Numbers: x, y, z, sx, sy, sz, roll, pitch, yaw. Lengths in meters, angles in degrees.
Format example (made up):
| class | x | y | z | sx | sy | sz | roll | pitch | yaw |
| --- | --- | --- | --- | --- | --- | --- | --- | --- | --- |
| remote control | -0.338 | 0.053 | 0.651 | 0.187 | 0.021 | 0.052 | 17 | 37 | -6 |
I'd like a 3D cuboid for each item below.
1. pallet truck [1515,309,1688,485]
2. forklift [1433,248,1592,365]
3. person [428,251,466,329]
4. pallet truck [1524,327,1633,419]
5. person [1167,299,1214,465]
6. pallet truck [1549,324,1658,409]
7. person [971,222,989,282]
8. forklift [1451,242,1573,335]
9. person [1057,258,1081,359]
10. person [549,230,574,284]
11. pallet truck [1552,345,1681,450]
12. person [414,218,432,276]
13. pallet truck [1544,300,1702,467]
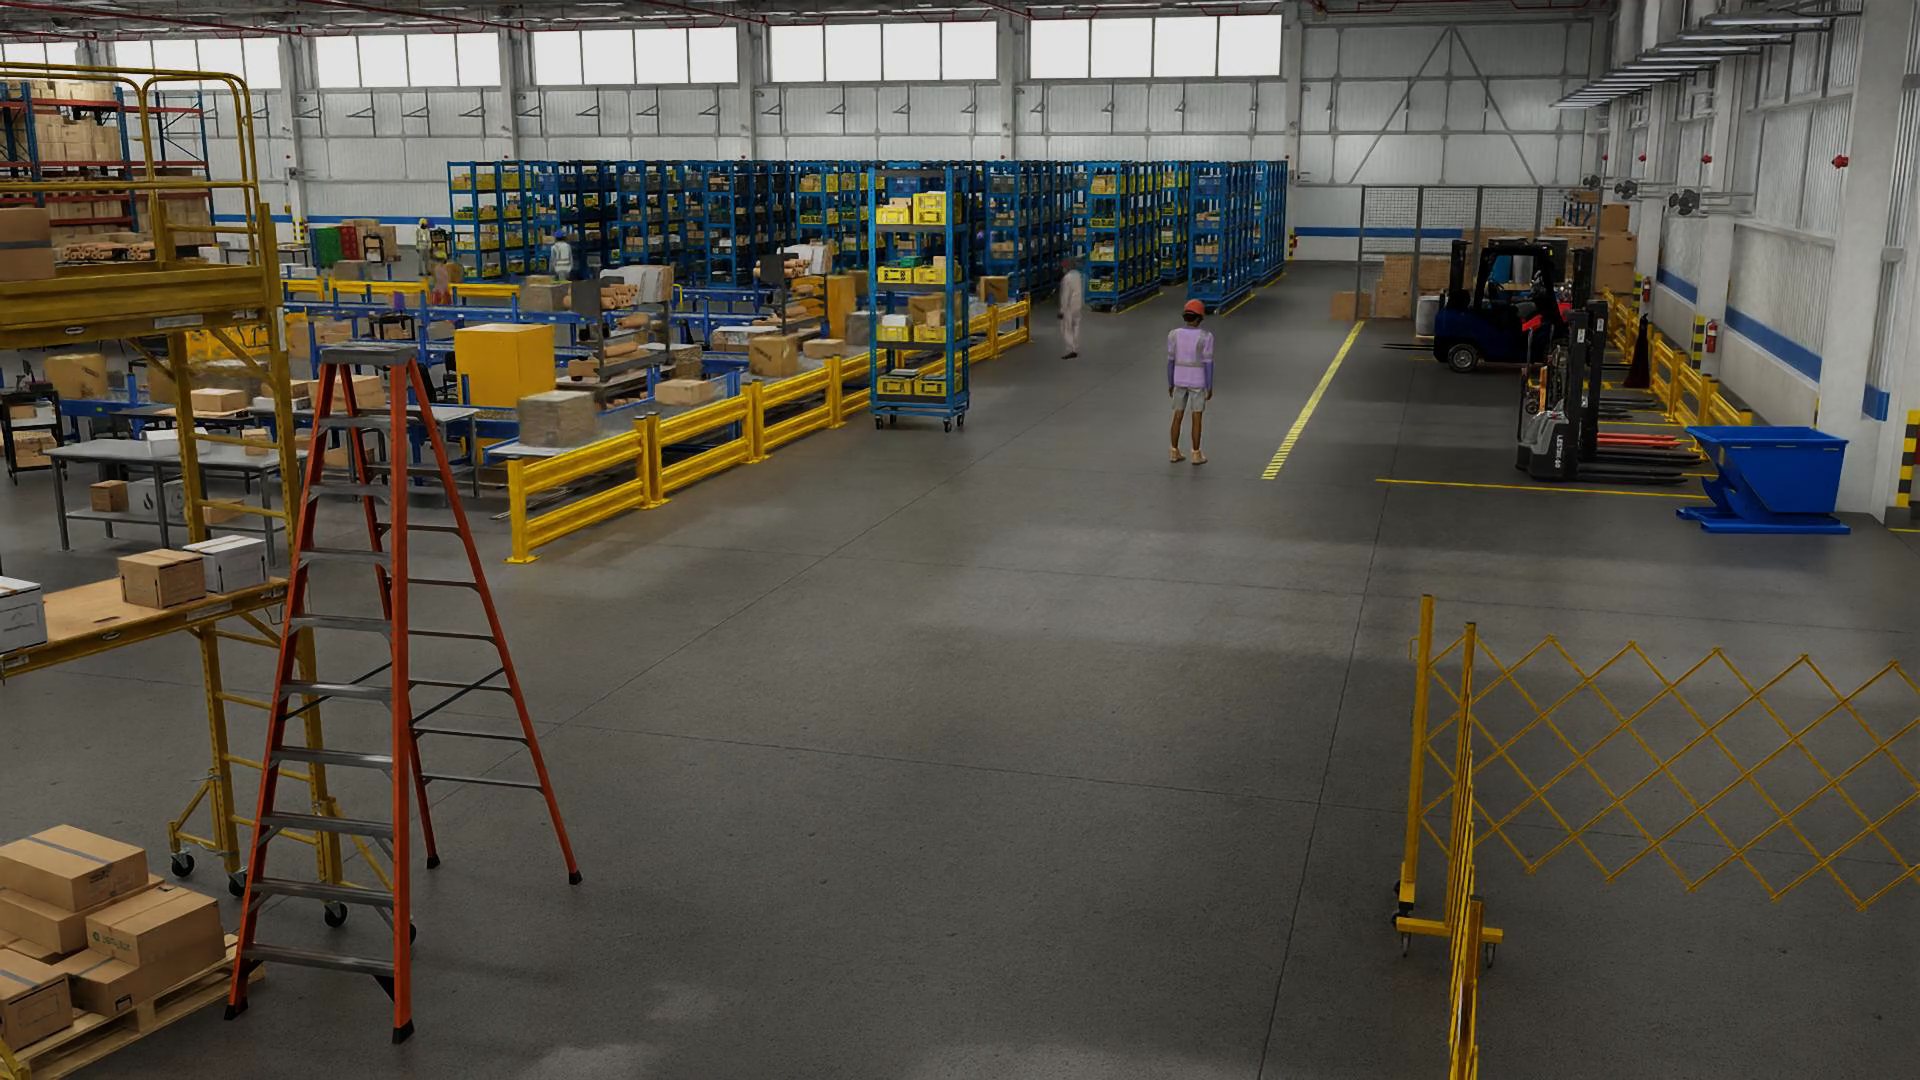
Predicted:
| class | x | y | z | sx | sy | sz | roll | pitch | yaw |
| --- | --- | --- | --- | --- | --- | --- | --- | --- | --- |
| pallet truck | 7.554 | -1.677 | 19.446 | 1.885 | 1.965 | 0.823 | 3 | 13 | 14 |
| forklift | 9.780 | -4.111 | 29.280 | 2.680 | 1.987 | 1.157 | 3 | 13 | 14 |
| person | -11.361 | -5.461 | 36.386 | 0.889 | 1.725 | 0.536 | 1 | 13 | 5 |
| pallet truck | 9.065 | -2.460 | 24.370 | 1.522 | 1.261 | 0.704 | 3 | 13 | 14 |
| person | 2.848 | -1.947 | 20.539 | 0.609 | 2.034 | 0.408 | 8 | 15 | 31 |
| pallet truck | 9.824 | -2.669 | 25.407 | 1.601 | 1.201 | 0.680 | 4 | 14 | 16 |
| person | 0.584 | -8.524 | 49.427 | 0.803 | 1.806 | 0.589 | 10 | 16 | 37 |
| forklift | 10.464 | -4.597 | 31.405 | 2.680 | 1.987 | 1.157 | 4 | 14 | 16 |
| person | 2.054 | -4.357 | 31.308 | 0.410 | 1.877 | 0.721 | 7 | 15 | 29 |
| person | -10.067 | -6.814 | 41.822 | 0.991 | 1.898 | 0.631 | 9 | 16 | 35 |
| pallet truck | 8.641 | -1.896 | 21.908 | 1.630 | 1.274 | 0.653 | 4 | 14 | 16 |
| person | -16.924 | -9.243 | 52.514 | 0.404 | 1.826 | 0.590 | 9 | 16 | 33 |
| pallet truck | 8.263 | -1.952 | 20.631 | 1.885 | 1.965 | 0.823 | 5 | 14 | 20 |
